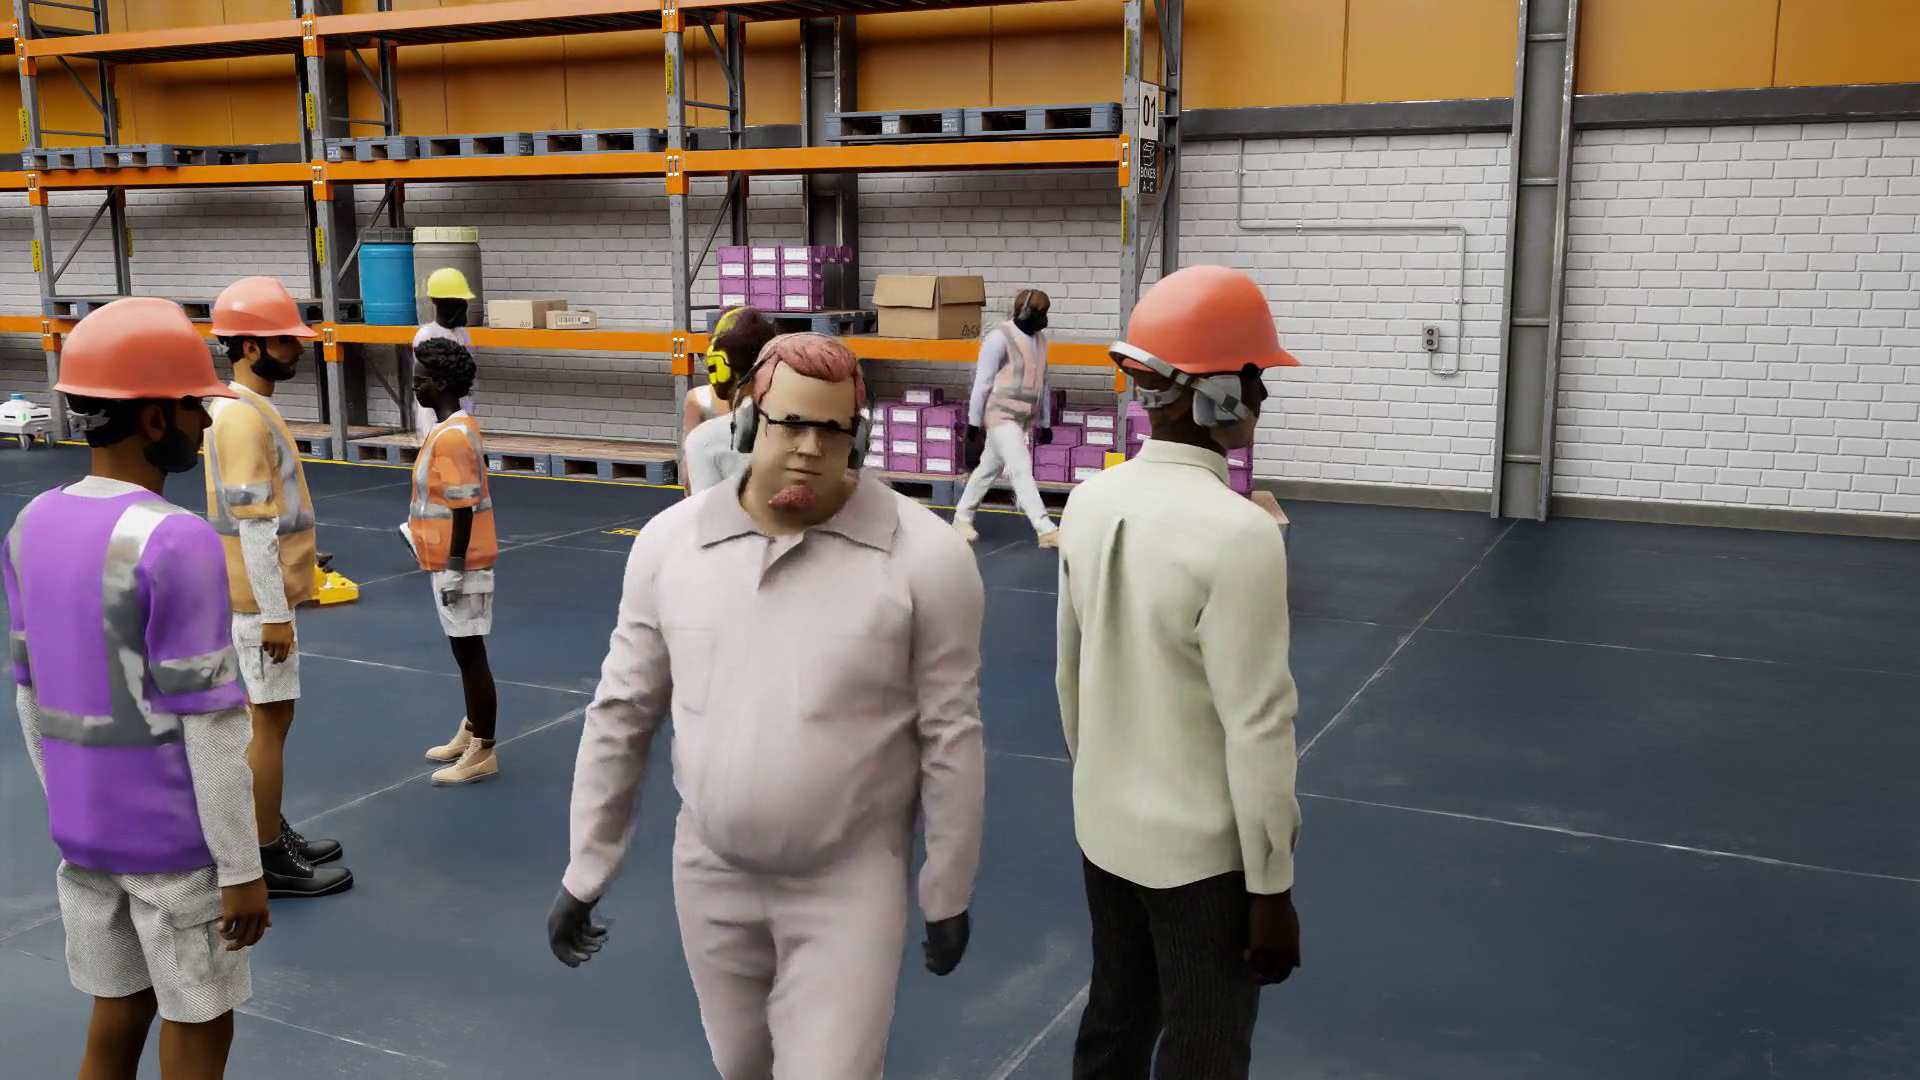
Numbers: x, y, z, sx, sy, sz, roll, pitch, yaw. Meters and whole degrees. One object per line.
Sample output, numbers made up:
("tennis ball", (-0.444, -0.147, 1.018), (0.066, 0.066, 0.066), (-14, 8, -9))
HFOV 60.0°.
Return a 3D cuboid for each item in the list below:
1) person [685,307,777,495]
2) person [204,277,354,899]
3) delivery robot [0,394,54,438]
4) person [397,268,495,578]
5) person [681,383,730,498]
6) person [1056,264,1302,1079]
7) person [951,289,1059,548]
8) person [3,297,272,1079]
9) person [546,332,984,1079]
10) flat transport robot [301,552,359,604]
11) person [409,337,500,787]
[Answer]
("person", (-0.608, 0.249, 4.968), (0.414, 1.852, 0.563), (8, 13, 39))
("person", (-2.156, 0.154, 5.227), (0.361, 1.938, 0.545), (-5, 11, -24))
("delivery robot", (-9.577, -1.244, 16.915), (0.707, 0.478, 0.477), (5, 11, 28))
("person", (-3.174, -0.697, 10.161), (0.568, 1.913, 0.596), (1, 10, 7))
("person", (-1.118, -0.212, 8.209), (0.532, 1.625, 0.392), (-6, 11, -30))
("person", (0.399, 0.522, 2.953), (0.379, 1.996, 0.608), (-5, 11, -27))
("person", (0.335, -0.833, 11.414), (1.038, 1.763, 0.627), (6, 11, 30))
("person", (-1.479, 0.525, 3.101), (0.551, 1.935, 0.375), (6, 11, 30))
("person", (-0.339, 0.590, 2.890), (0.732, 1.884, 0.538), (3, 10, 17))
("flat transport robot", (-4.203, 0.267, 9.345), (1.431, 0.197, 0.652), (-7, 12, -34))
("person", (-1.926, 0.080, 6.340), (0.316, 1.696, 0.540), (-3, 10, -19))
